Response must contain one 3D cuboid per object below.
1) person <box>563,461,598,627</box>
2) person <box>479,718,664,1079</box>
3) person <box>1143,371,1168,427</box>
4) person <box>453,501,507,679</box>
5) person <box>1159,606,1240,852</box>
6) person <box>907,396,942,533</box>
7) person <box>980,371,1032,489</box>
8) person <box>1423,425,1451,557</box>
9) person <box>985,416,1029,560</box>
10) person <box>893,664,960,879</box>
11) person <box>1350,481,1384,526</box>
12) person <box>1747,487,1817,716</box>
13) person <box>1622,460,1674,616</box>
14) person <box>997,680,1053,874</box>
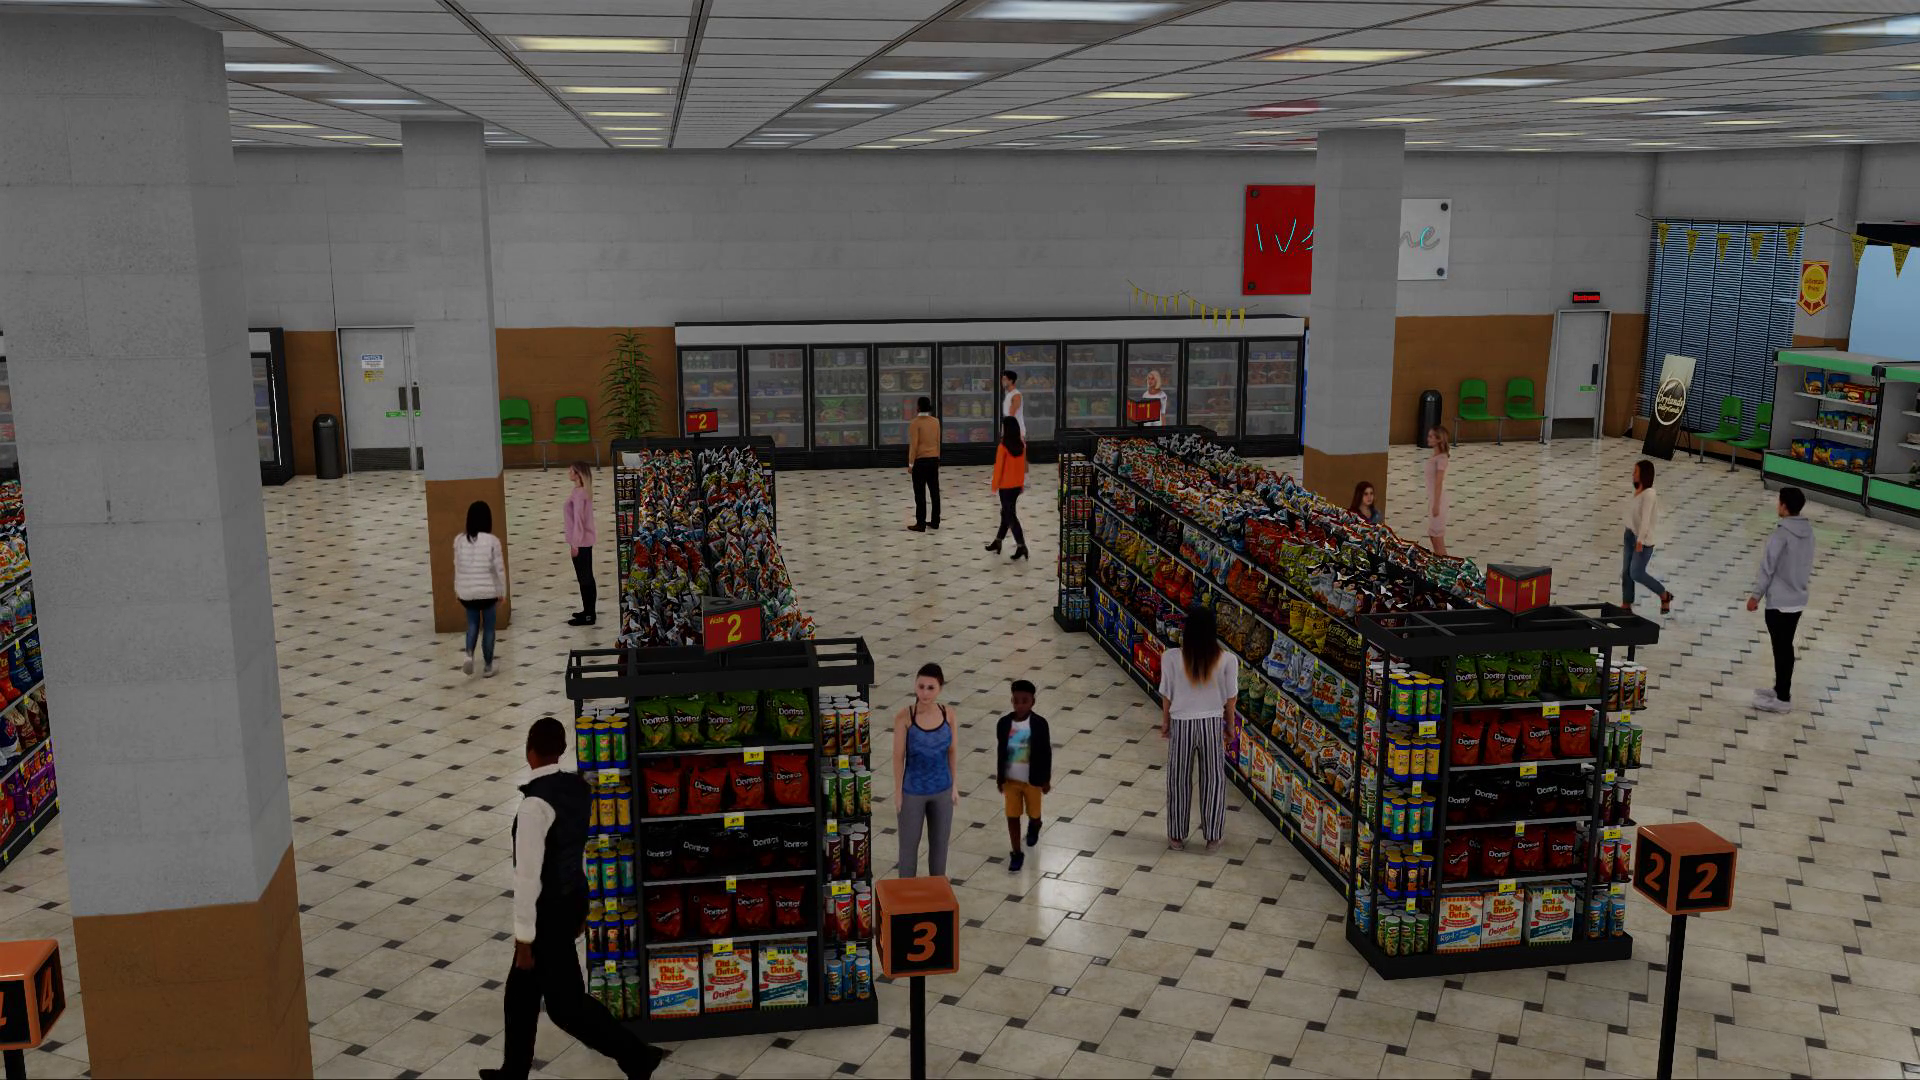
[{"bbox_3d":[-3.846,0.019,16.976,0.679,1.688,0.511,-1,12,-3],"label":"person"},{"bbox_3d":[-1.867,1.824,7.968,1.114,1.868,1.272,2,12,10],"label":"person"},{"bbox_3d":[2.902,-1.652,24.771,0.638,1.746,0.699,8,14,35],"label":"person"},{"bbox_3d":[-4.354,0.471,14.981,0.712,1.626,0.804,0,12,2],"label":"person"},{"bbox_3d":[1.587,1.253,11.134,0.763,1.680,0.737,2,12,9],"label":"person"},{"bbox_3d":[-0.455,-0.996,21.635,0.752,1.754,0.763,-10,15,-39],"label":"person"},{"bbox_3d":[0.890,-1.600,24.505,0.740,1.754,0.937,-3,12,-16],"label":"person"},{"bbox_3d":[5.318,-0.368,18.476,0.680,1.827,0.549,1,12,6],"label":"person"},{"bbox_3d":[0.648,-0.598,19.822,1.037,1.722,0.969,9,15,36],"label":"person"},{"bbox_3d":[-0.206,1.518,10.047,0.591,1.609,0.573,-4,13,-18],"label":"person"},{"bbox_3d":[3.783,0.275,15.728,0.667,1.701,0.595,-5,13,-23],"label":"person"},{"bbox_3d":[7.020,0.510,14.069,0.813,1.925,0.838,-8,14,-33],"label":"person"},{"bbox_3d":[7.022,0.022,17.013,0.791,1.667,0.844,1,12,3],"label":"person"},{"bbox_3d":[0.423,1.514,10.918,0.677,1.258,0.845,2,12,11],"label":"person"}]
